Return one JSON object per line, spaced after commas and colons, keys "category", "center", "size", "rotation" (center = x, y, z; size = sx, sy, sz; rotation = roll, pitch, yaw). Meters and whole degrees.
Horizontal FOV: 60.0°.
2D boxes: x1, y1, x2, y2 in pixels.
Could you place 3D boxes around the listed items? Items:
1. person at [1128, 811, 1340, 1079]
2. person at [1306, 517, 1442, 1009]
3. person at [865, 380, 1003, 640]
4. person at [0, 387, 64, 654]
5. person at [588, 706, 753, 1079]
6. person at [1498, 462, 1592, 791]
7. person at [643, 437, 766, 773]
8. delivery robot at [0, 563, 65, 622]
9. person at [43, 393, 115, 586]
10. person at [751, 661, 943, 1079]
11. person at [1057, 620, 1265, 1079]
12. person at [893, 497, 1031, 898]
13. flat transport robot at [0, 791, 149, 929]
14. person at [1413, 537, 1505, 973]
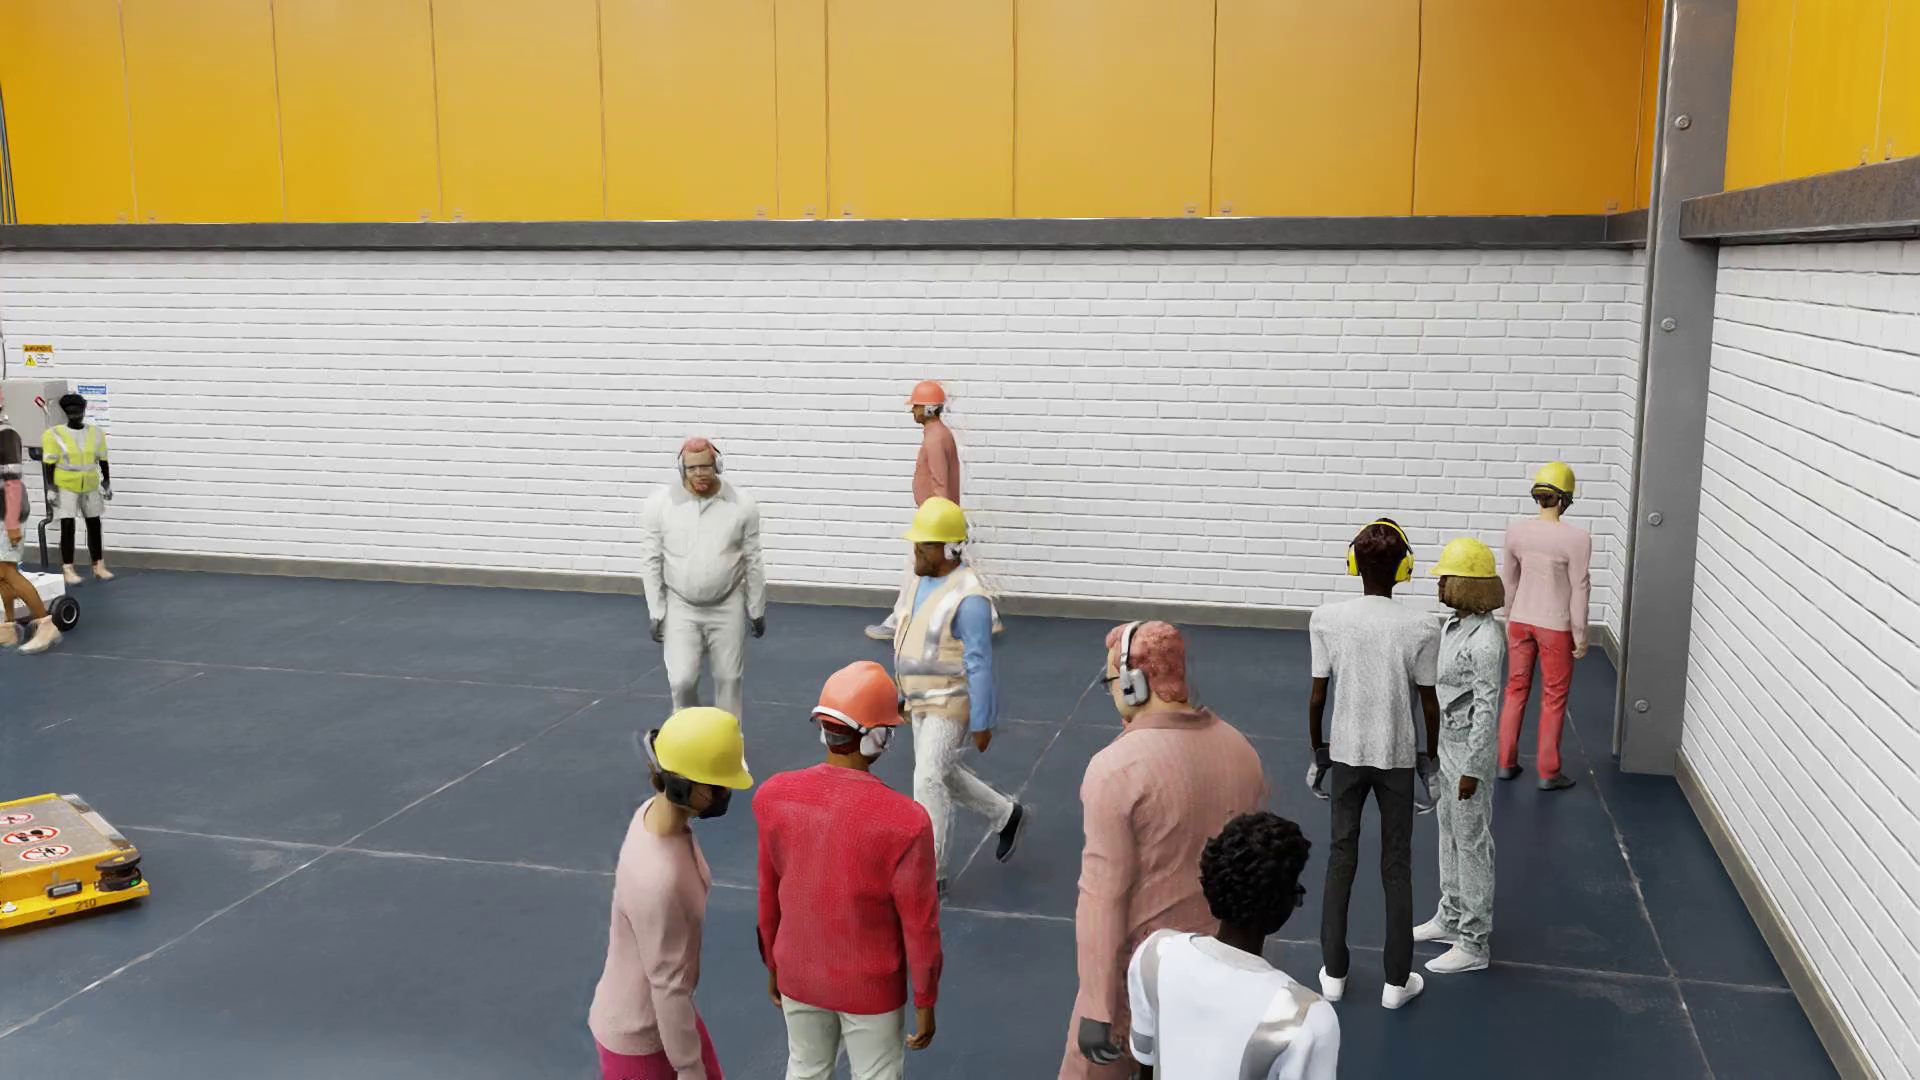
{"category": "person", "center": [0.575, 1.402, 3.557], "size": [0.320, 1.686, 0.541], "rotation": [-9, 13, -42]}
{"category": "person", "center": [1.570, 0.844, 6.307], "size": [0.510, 1.872, 0.328], "rotation": [4, 10, 21]}
{"category": "person", "center": [-0.155, -0.211, 12.308], "size": [1.025, 1.948, 0.659], "rotation": [1, 10, 6]}
{"category": "person", "center": [-6.905, -0.184, 11.968], "size": [0.796, 2.018, 0.485], "rotation": [8, 13, 41]}
{"category": "person", "center": [-0.758, 1.255, 4.298], "size": [0.495, 1.720, 0.564], "rotation": [0, 10, -2]}
{"category": "person", "center": [3.139, 0.458, 8.920], "size": [0.345, 1.759, 0.527], "rotation": [-7, 12, -34]}
{"category": "person", "center": [-1.373, 0.375, 9.020], "size": [0.663, 1.882, 0.480], "rotation": [-2, 10, -12]}
{"category": "delivery robot", "center": [-7.067, 0.412, 12.438], "size": [0.477, 0.478, 0.707], "rotation": [2, 10, 13]}
{"category": "person", "center": [-7.662, -0.448, 14.471], "size": [0.378, 1.677, 0.573], "rotation": [8, 12, 39]}
{"category": "person", "center": [-0.298, 1.193, 4.636], "size": [0.573, 1.740, 0.348], "rotation": [5, 11, 25]}
{"category": "person", "center": [0.535, 1.156, 4.464], "size": [0.679, 1.870, 0.468], "rotation": [-8, 12, -38]}
{"category": "person", "center": [-0.012, 0.692, 7.377], "size": [0.730, 1.814, 0.582], "rotation": [-4, 11, -23]}
{"category": "flat transport robot", "center": [-4.272, 1.423, 7.598], "size": [0.652, 0.197, 1.431], "rotation": [-8, 13, -41]}
{"category": "person", "center": [1.989, 0.850, 6.645], "size": [0.294, 1.744, 0.486], "rotation": [0, 10, -1]}
